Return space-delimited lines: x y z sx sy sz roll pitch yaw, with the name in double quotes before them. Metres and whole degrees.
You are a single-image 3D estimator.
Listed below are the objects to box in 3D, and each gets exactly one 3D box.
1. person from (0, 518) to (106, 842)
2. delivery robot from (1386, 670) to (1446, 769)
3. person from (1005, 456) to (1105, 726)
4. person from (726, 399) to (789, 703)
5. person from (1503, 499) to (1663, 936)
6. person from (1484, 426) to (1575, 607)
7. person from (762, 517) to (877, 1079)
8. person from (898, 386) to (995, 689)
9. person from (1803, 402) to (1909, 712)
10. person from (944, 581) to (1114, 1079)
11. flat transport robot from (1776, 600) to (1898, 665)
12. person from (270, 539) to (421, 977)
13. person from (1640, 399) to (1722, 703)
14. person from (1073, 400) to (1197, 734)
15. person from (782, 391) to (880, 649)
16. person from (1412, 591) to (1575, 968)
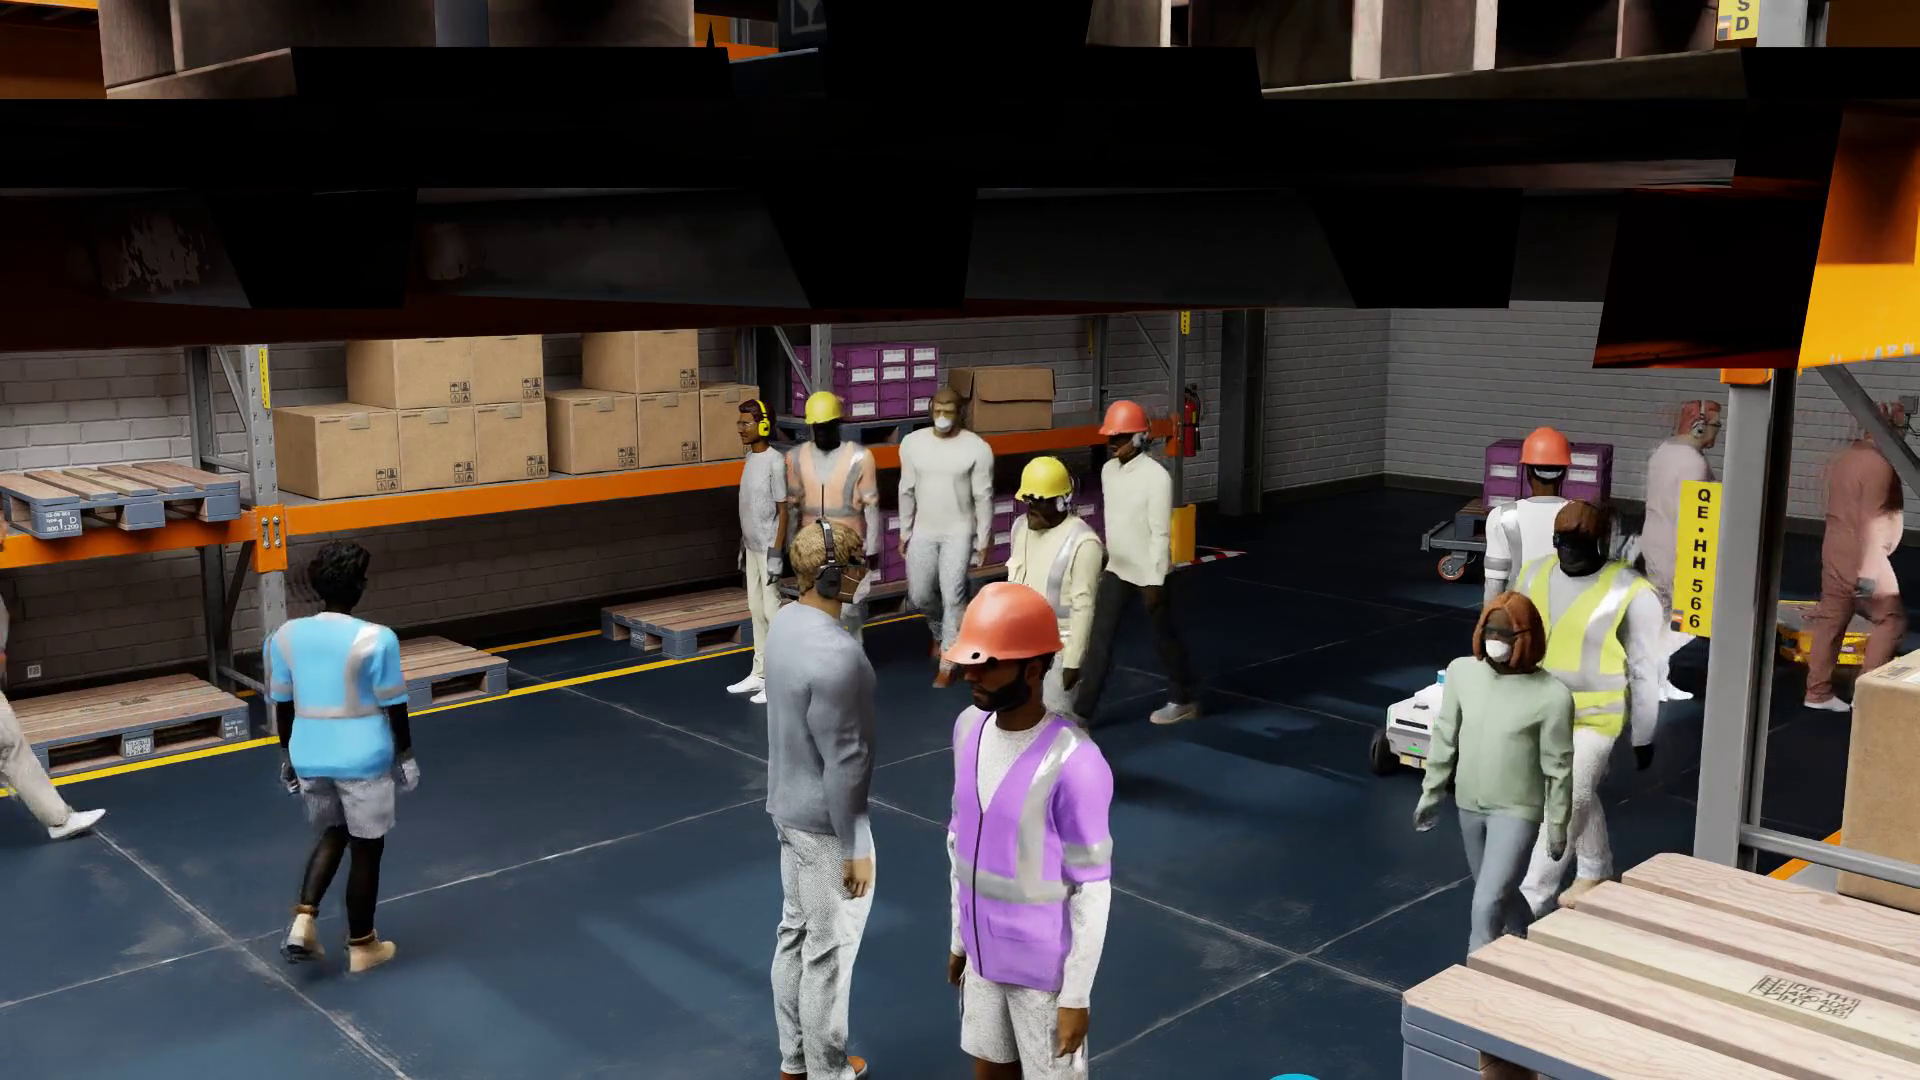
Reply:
"person" -4.438 0.661 7.569 0.593 1.593 0.863 9 13 41
"delivery robot" 2.558 0.930 8.764 0.477 0.478 0.707 9 13 44
"person" 0.399 0.488 7.965 0.518 1.801 0.608 -8 12 -38
"person" -1.233 0.065 10.262 0.328 1.872 0.514 -6 12 -33
"person" 2.439 0.717 6.714 1.008 1.787 0.636 -6 11 -30
"person" 2.762 0.426 7.944 0.544 1.939 0.353 1 10 9
"person" -0.419 0.888 5.242 0.373 1.940 0.630 -4 11 -23
"person" -0.081 -0.033 10.652 0.635 1.926 0.552 3 10 16
"person" 5.390 0.129 9.837 0.641 1.884 0.668 1 10 6
"person" 0.138 1.057 4.252 0.378 1.938 0.547 -8 12 -38
"flat transport robot" 5.979 0.622 11.670 0.652 0.197 1.431 2 10 10
"person" -2.322 0.835 6.292 0.531 1.680 0.374 3 10 17
"person" 4.338 0.083 10.097 0.454 1.886 0.679 0 10 0
"person" 0.999 0.165 9.526 1.029 1.931 0.647 -7 12 -34
"person" -0.816 0.014 10.453 0.598 1.913 0.448 3 10 15
"person" 1.935 0.946 5.901 0.839 1.594 0.500 -7 12 -35
